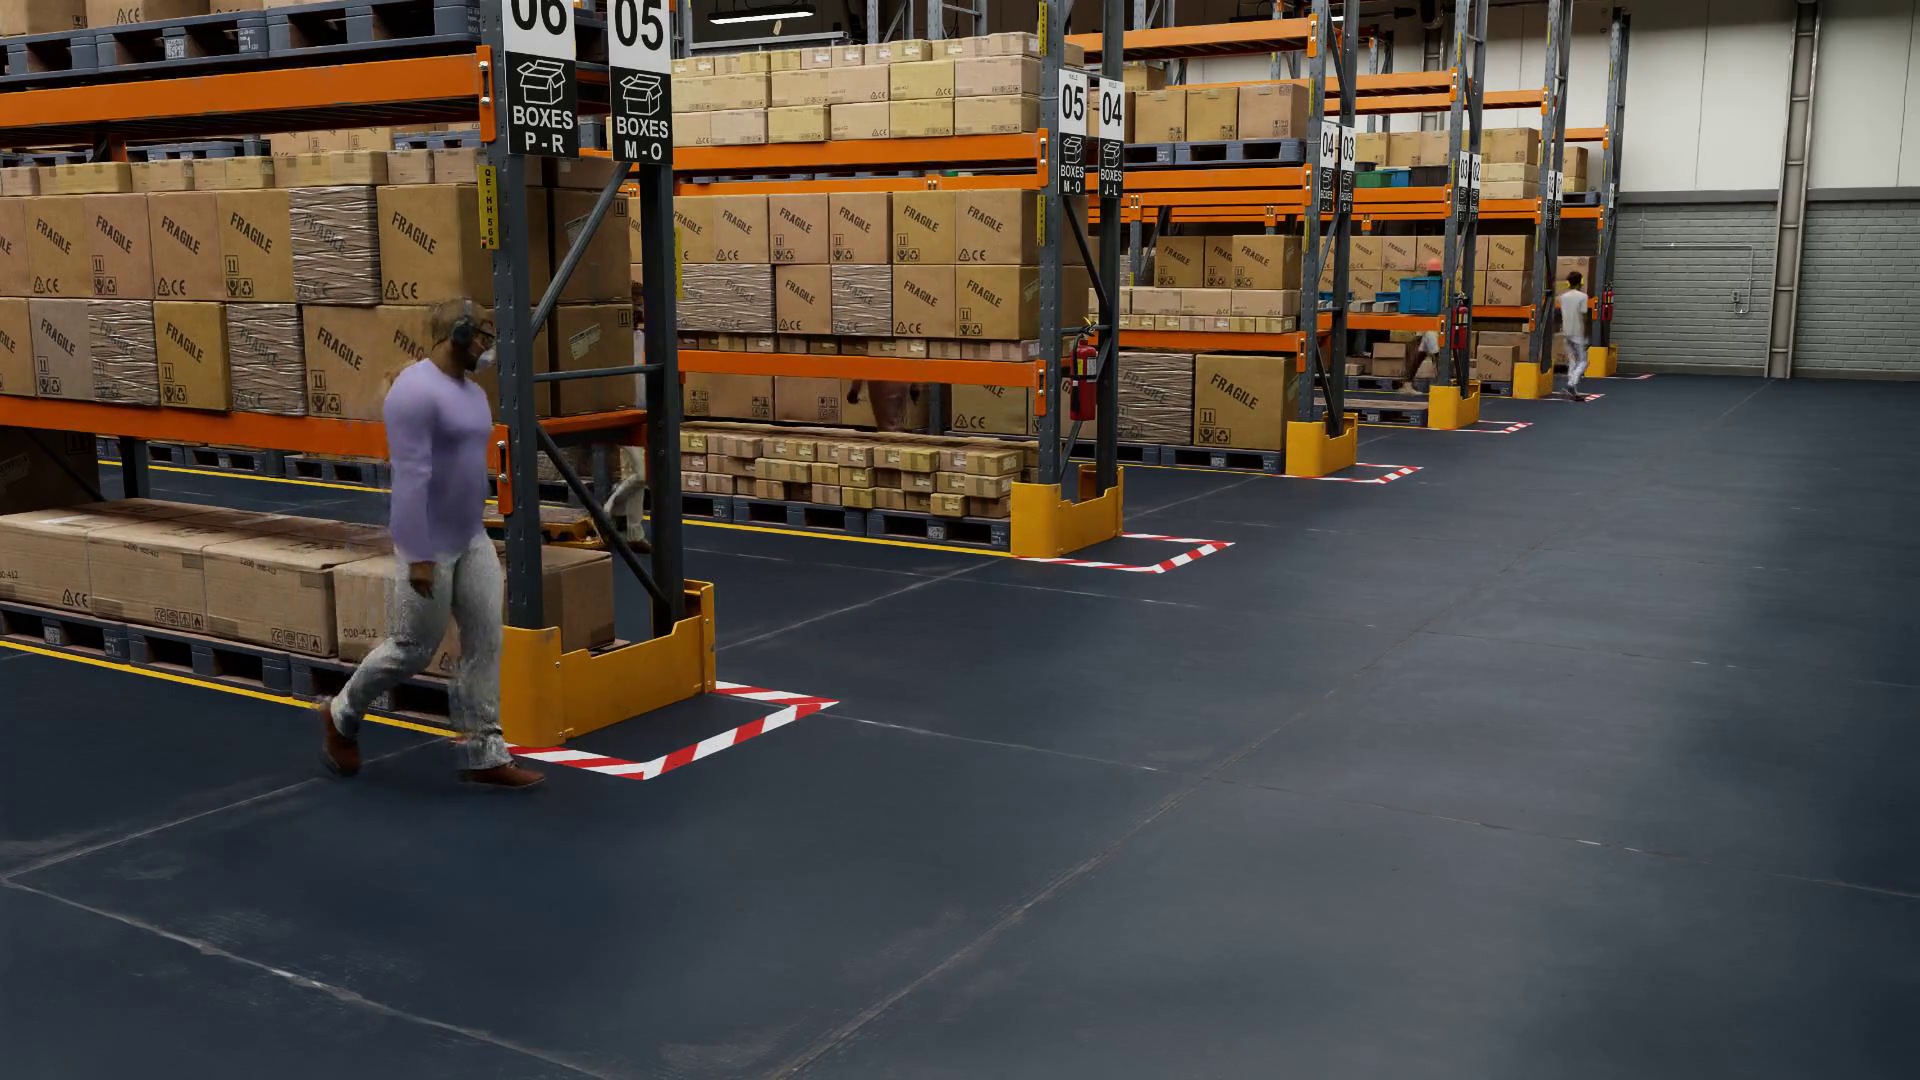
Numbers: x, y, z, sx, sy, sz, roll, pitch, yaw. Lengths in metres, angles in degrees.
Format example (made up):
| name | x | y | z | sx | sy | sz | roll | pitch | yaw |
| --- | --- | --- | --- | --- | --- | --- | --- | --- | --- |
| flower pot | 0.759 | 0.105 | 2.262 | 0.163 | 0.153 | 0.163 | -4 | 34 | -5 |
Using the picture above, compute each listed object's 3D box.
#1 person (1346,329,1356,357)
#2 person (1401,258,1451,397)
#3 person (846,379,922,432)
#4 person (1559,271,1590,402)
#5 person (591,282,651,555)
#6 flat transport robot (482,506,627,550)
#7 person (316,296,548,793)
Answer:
| name | x | y | z | sx | sy | sz | roll | pitch | yaw |
| --- | --- | --- | --- | --- | --- | --- | --- | --- | --- |
| person | 6.387 | -3.608 | 27.529 | 0.455 | 1.904 | 0.608 | 8 | 13 | 40 |
| person | 6.801 | -3.011 | 23.760 | 1.031 | 1.984 | 0.630 | 6 | 11 | 31 |
| person | -0.710 | -1.338 | 14.301 | 0.791 | 1.882 | 0.648 | 8 | 12 | 38 |
| person | 8.575 | -2.842 | 23.250 | 0.464 | 1.830 | 0.568 | -5 | 11 | -29 |
| person | -2.227 | -0.806 | 11.235 | 0.438 | 1.856 | 0.550 | 3 | 10 | 15 |
| flat transport robot | -3.075 | -0.092 | 11.699 | 1.431 | 0.197 | 0.652 | 3 | 10 | 17 |
| person | -2.032 | 0.024 | 6.318 | 0.875 | 1.887 | 0.697 | 3 | 10 | 15 |
